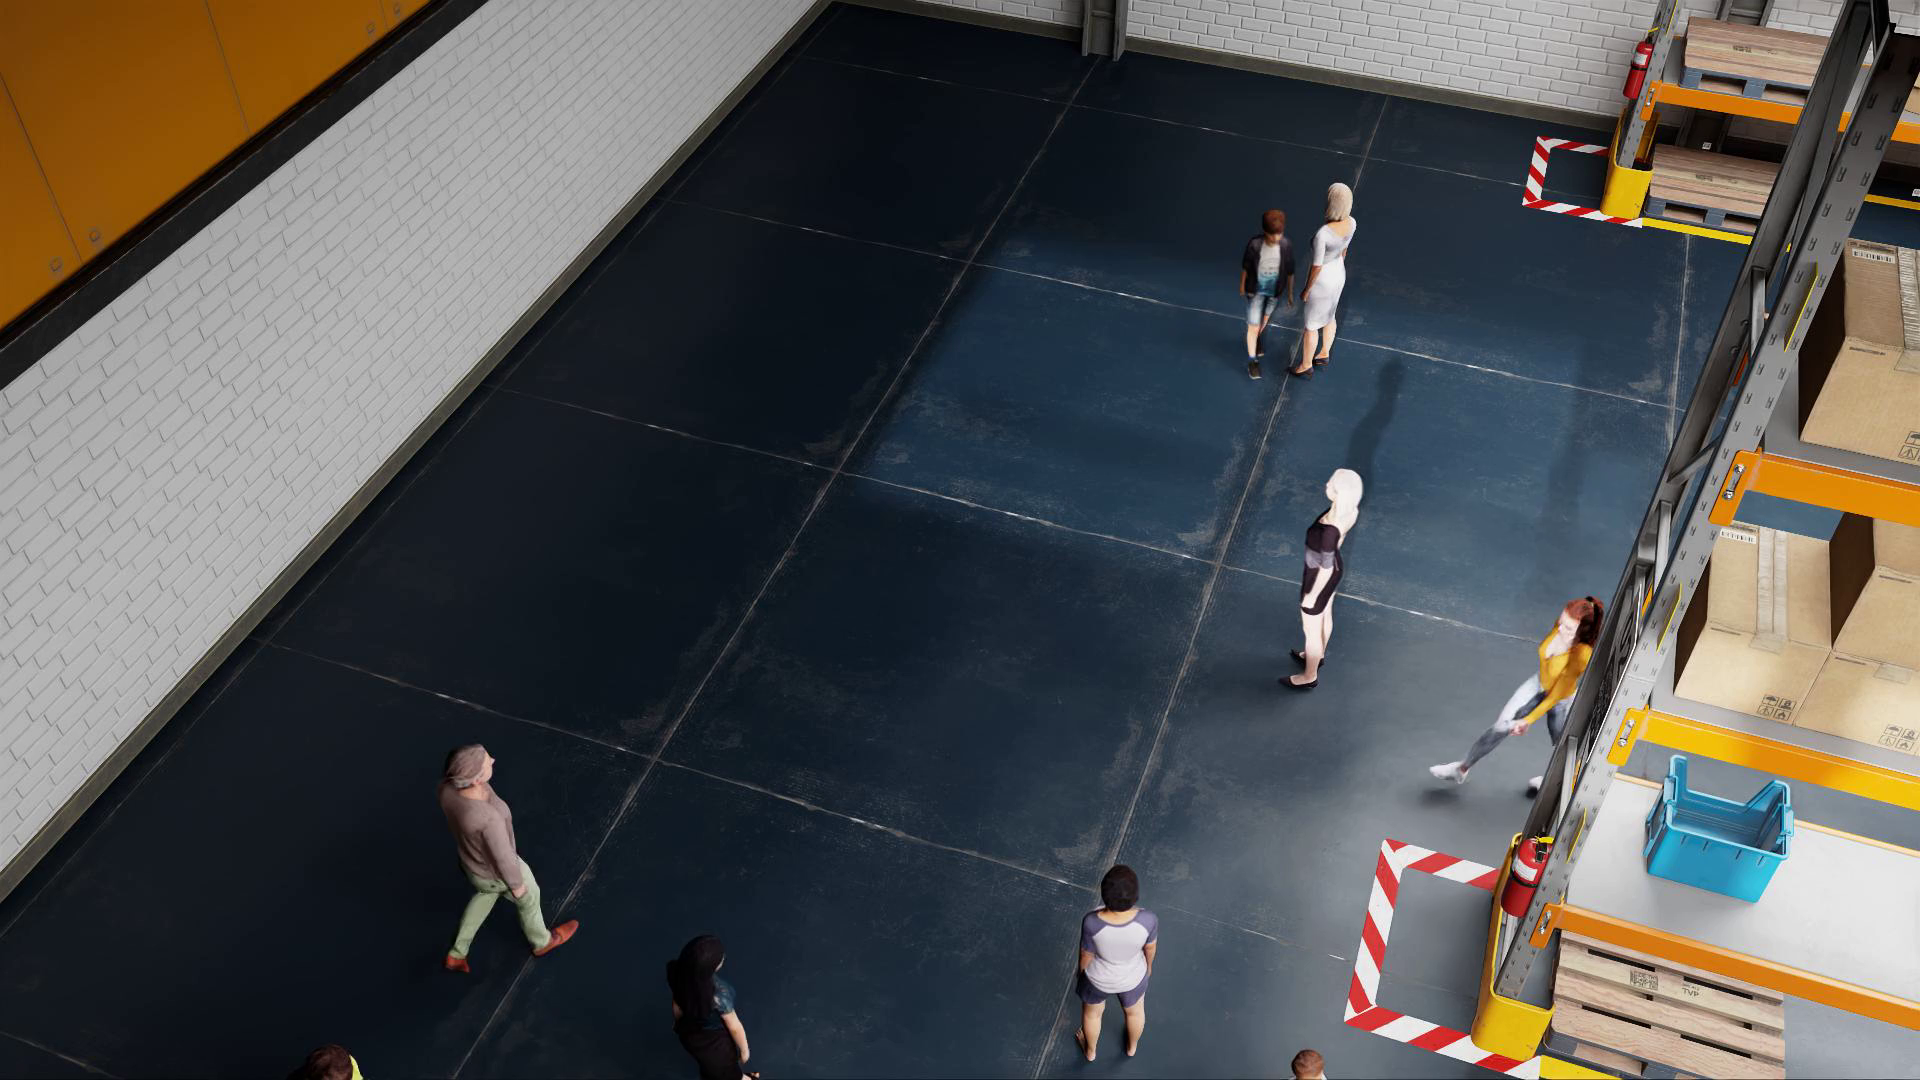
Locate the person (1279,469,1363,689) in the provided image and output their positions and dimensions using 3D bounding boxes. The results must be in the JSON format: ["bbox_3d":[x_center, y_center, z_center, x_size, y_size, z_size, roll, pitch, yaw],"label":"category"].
[{"bbox_3d":[2.318,0.250,10.624,0.534,1.830,0.618,20,47,19],"label":"person"}]

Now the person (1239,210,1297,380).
[{"bbox_3d":[2.440,-2.066,13.352,0.871,1.420,0.839,-7,44,-7],"label":"person"}]

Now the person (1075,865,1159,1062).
[{"bbox_3d":[0.812,2.237,8.729,0.587,1.565,0.701,-3,44,-3],"label":"person"}]

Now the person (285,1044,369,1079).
[{"bbox_3d":[-2.675,2.863,7.789,0.852,1.956,0.938,24,49,23],"label":"person"}]

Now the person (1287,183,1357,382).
[{"bbox_3d":[2.870,-2.028,13.071,0.642,1.751,0.657,-29,51,-27],"label":"person"}]

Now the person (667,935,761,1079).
[{"bbox_3d":[-1.286,2.567,8.285,1.040,1.700,0.843,24,49,23],"label":"person"}]

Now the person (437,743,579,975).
[{"bbox_3d":[-2.602,1.786,8.994,1.057,1.854,0.977,32,52,29],"label":"person"}]

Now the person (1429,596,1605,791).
[{"bbox_3d":[3.627,0.980,9.953,1.210,1.698,0.949,-5,44,-5],"label":"person"}]

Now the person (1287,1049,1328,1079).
[{"bbox_3d":[1.712,2.897,8.432,0.470,1.019,0.547,-10,44,-10],"label":"person"}]
